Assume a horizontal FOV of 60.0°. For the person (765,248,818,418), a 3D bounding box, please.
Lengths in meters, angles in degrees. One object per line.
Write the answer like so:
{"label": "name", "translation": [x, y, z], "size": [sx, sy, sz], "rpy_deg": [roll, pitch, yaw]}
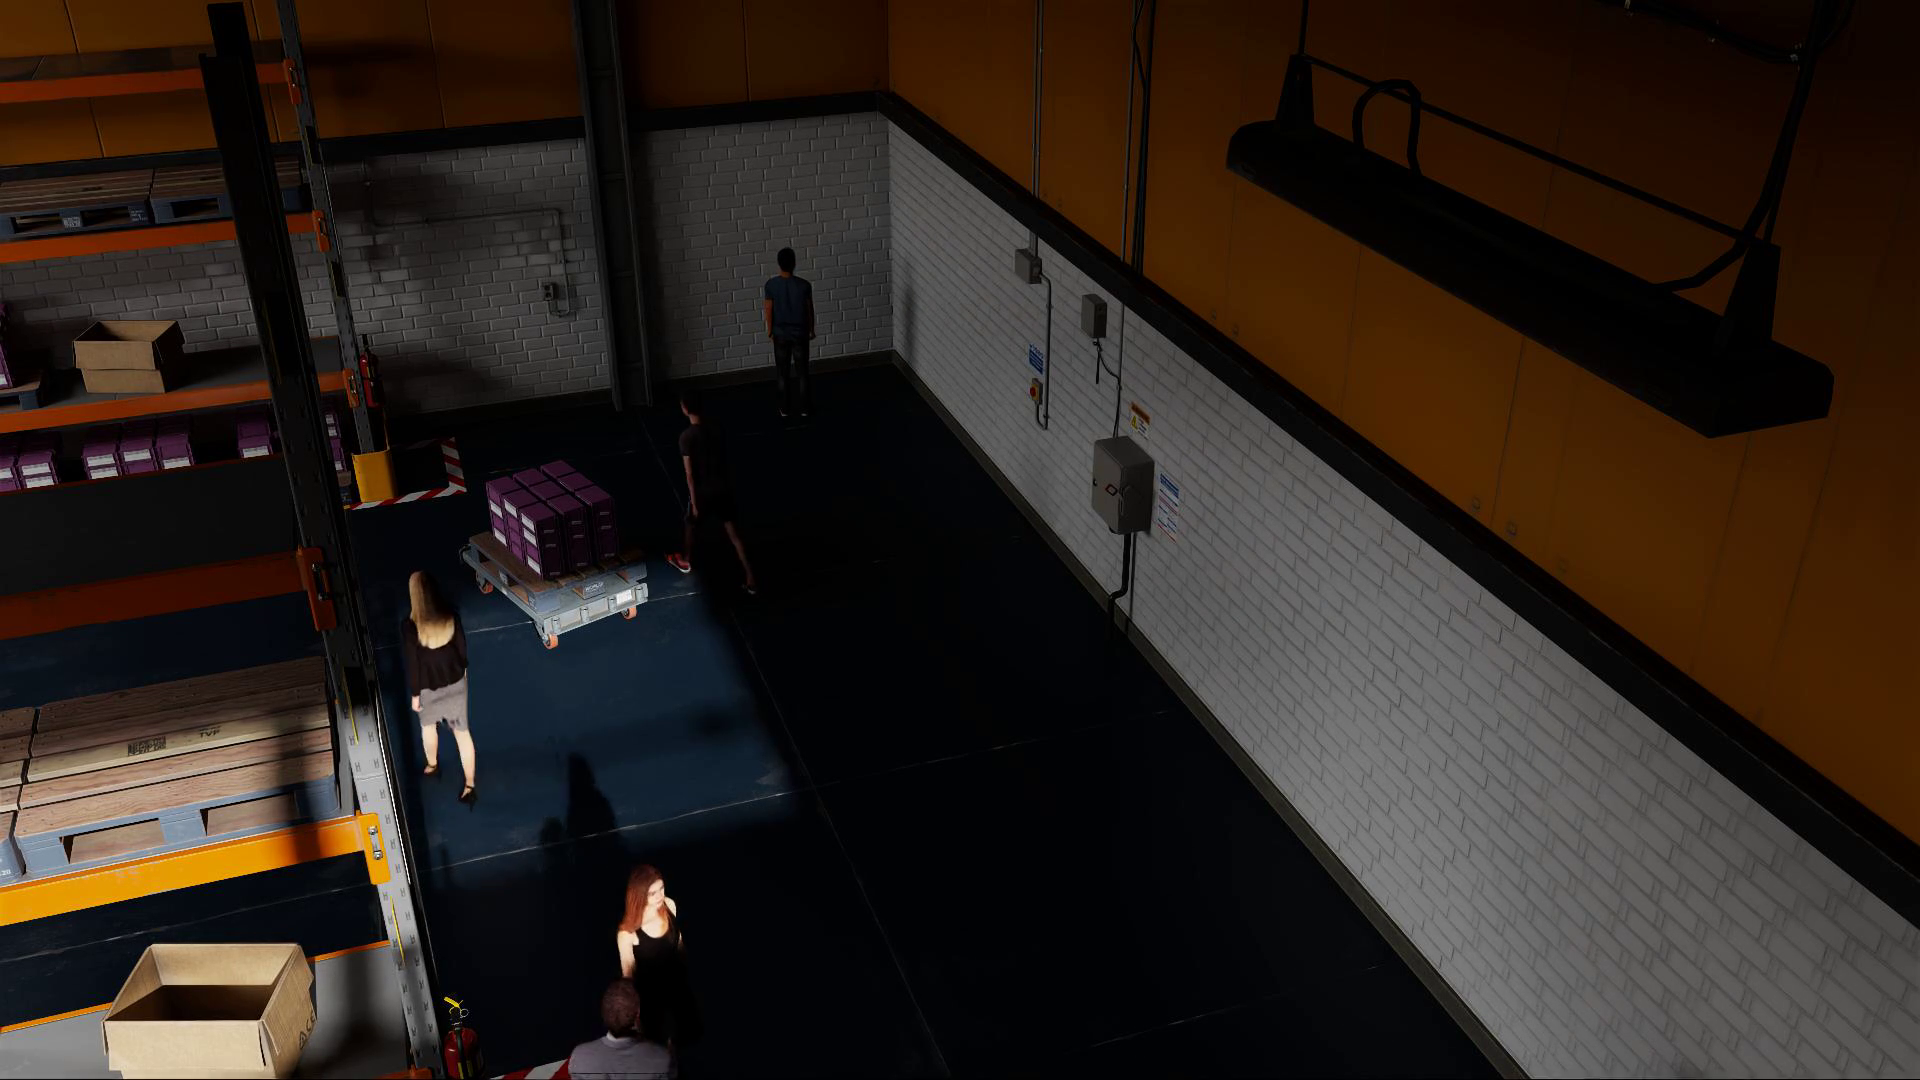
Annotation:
{"label": "person", "translation": [-1.744, -2.139, 17.166], "size": [0.621, 1.810, 0.783], "rpy_deg": [1, 29, 2]}

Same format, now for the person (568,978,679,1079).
{"label": "person", "translation": [-1.579, 2.923, 7.879], "size": [1.142, 1.816, 0.891], "rpy_deg": [-4, 29, -7]}

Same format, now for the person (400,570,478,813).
{"label": "person", "translation": [-3.462, 1.062, 11.287], "size": [0.937, 1.820, 0.904], "rpy_deg": [-24, 37, -37]}

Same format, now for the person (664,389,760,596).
{"label": "person", "translation": [-2.032, -0.334, 13.886], "size": [1.313, 1.781, 1.143], "rpy_deg": [-25, 37, -38]}

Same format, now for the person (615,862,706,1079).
{"label": "person", "translation": [-1.679, 2.403, 8.935], "size": [0.789, 1.718, 0.741], "rpy_deg": [24, 37, 37]}
